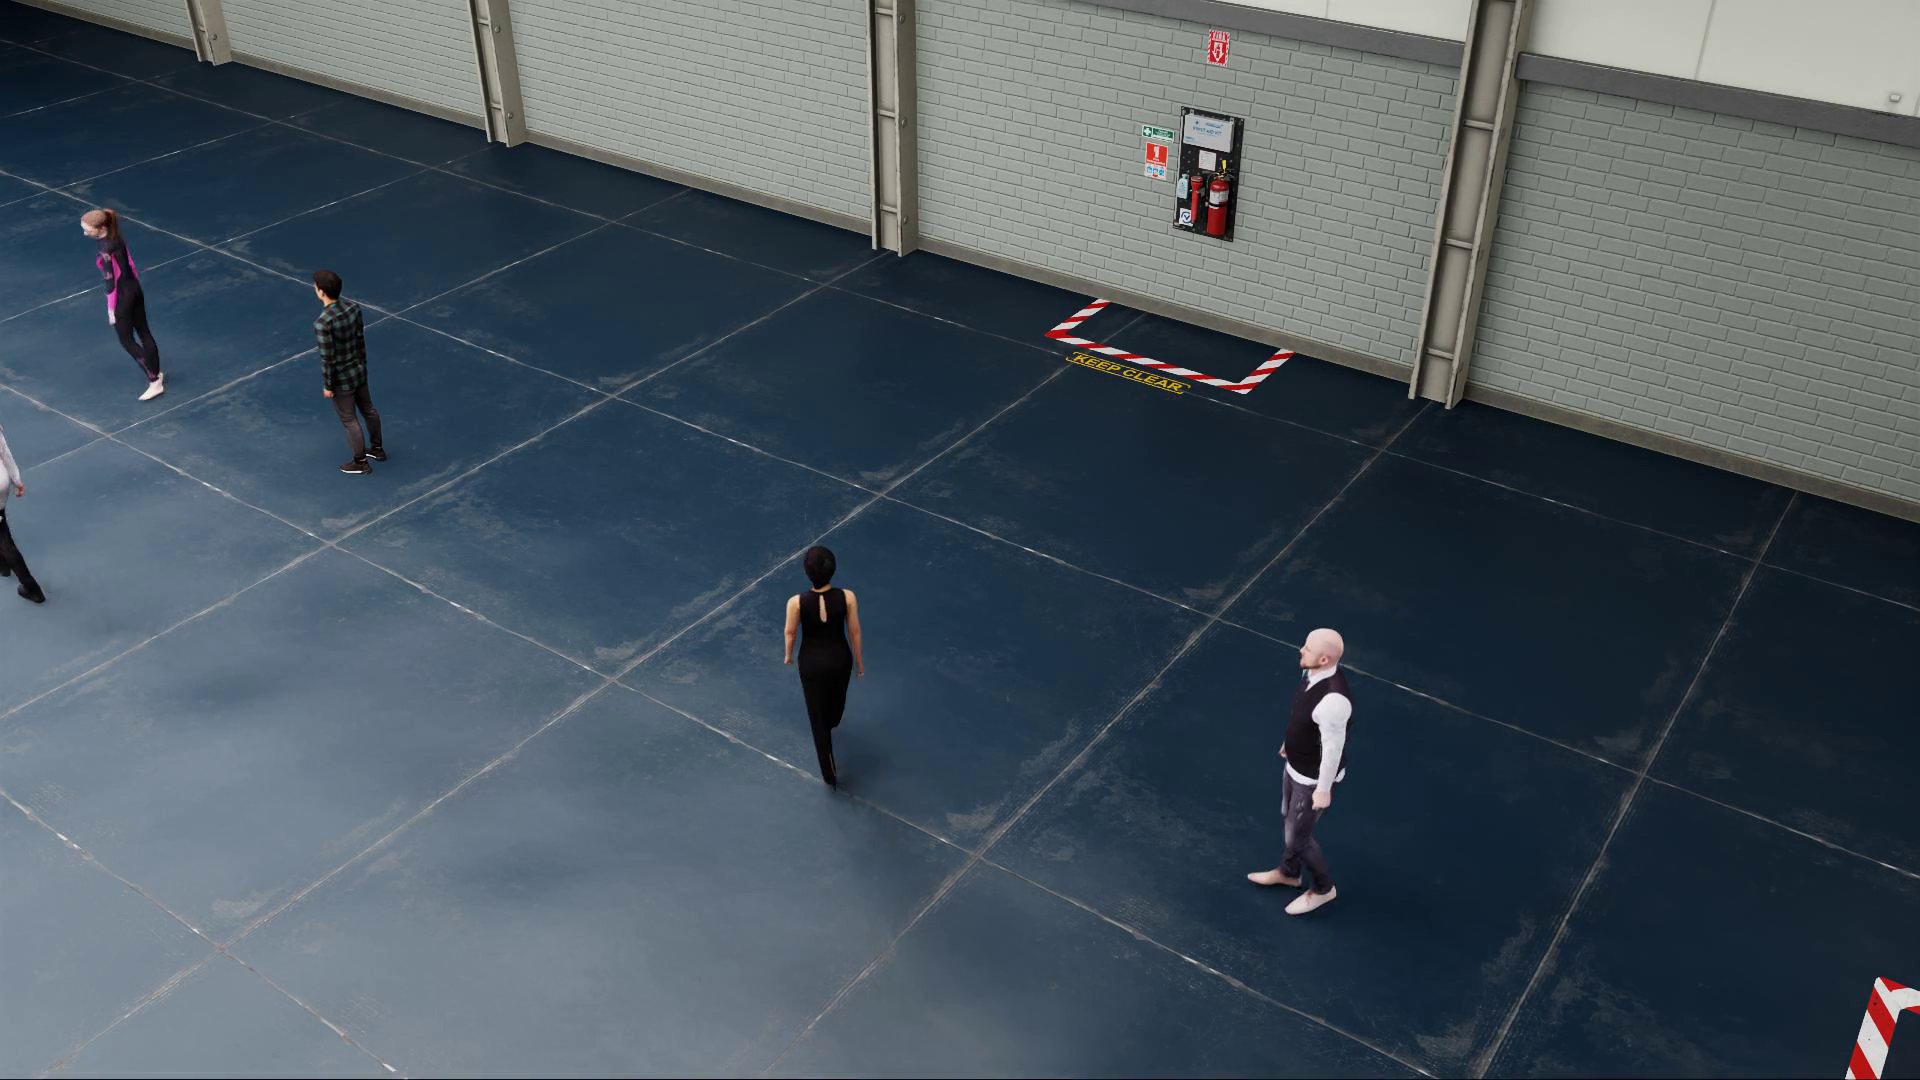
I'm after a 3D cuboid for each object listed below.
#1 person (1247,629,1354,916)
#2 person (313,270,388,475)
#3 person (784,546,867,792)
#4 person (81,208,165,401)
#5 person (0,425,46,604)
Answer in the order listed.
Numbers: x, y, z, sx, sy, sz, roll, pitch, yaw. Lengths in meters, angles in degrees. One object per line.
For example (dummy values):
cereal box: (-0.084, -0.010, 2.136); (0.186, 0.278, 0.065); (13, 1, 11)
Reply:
person: (1.958, 1.258, 9.060); (0.911, 1.816, 0.872); (-1, 32, -2)
person: (-4.922, -1.350, 13.301); (0.616, 1.715, 0.732); (11, 34, 17)
person: (-0.804, 0.810, 10.010); (1.006, 1.560, 1.106); (-8, 33, -13)
person: (-7.242, -2.117, 14.503); (0.772, 1.718, 0.767); (7, 33, 10)
person: (-6.751, -0.325, 11.601); (0.961, 1.782, 0.661); (19, 37, 28)
